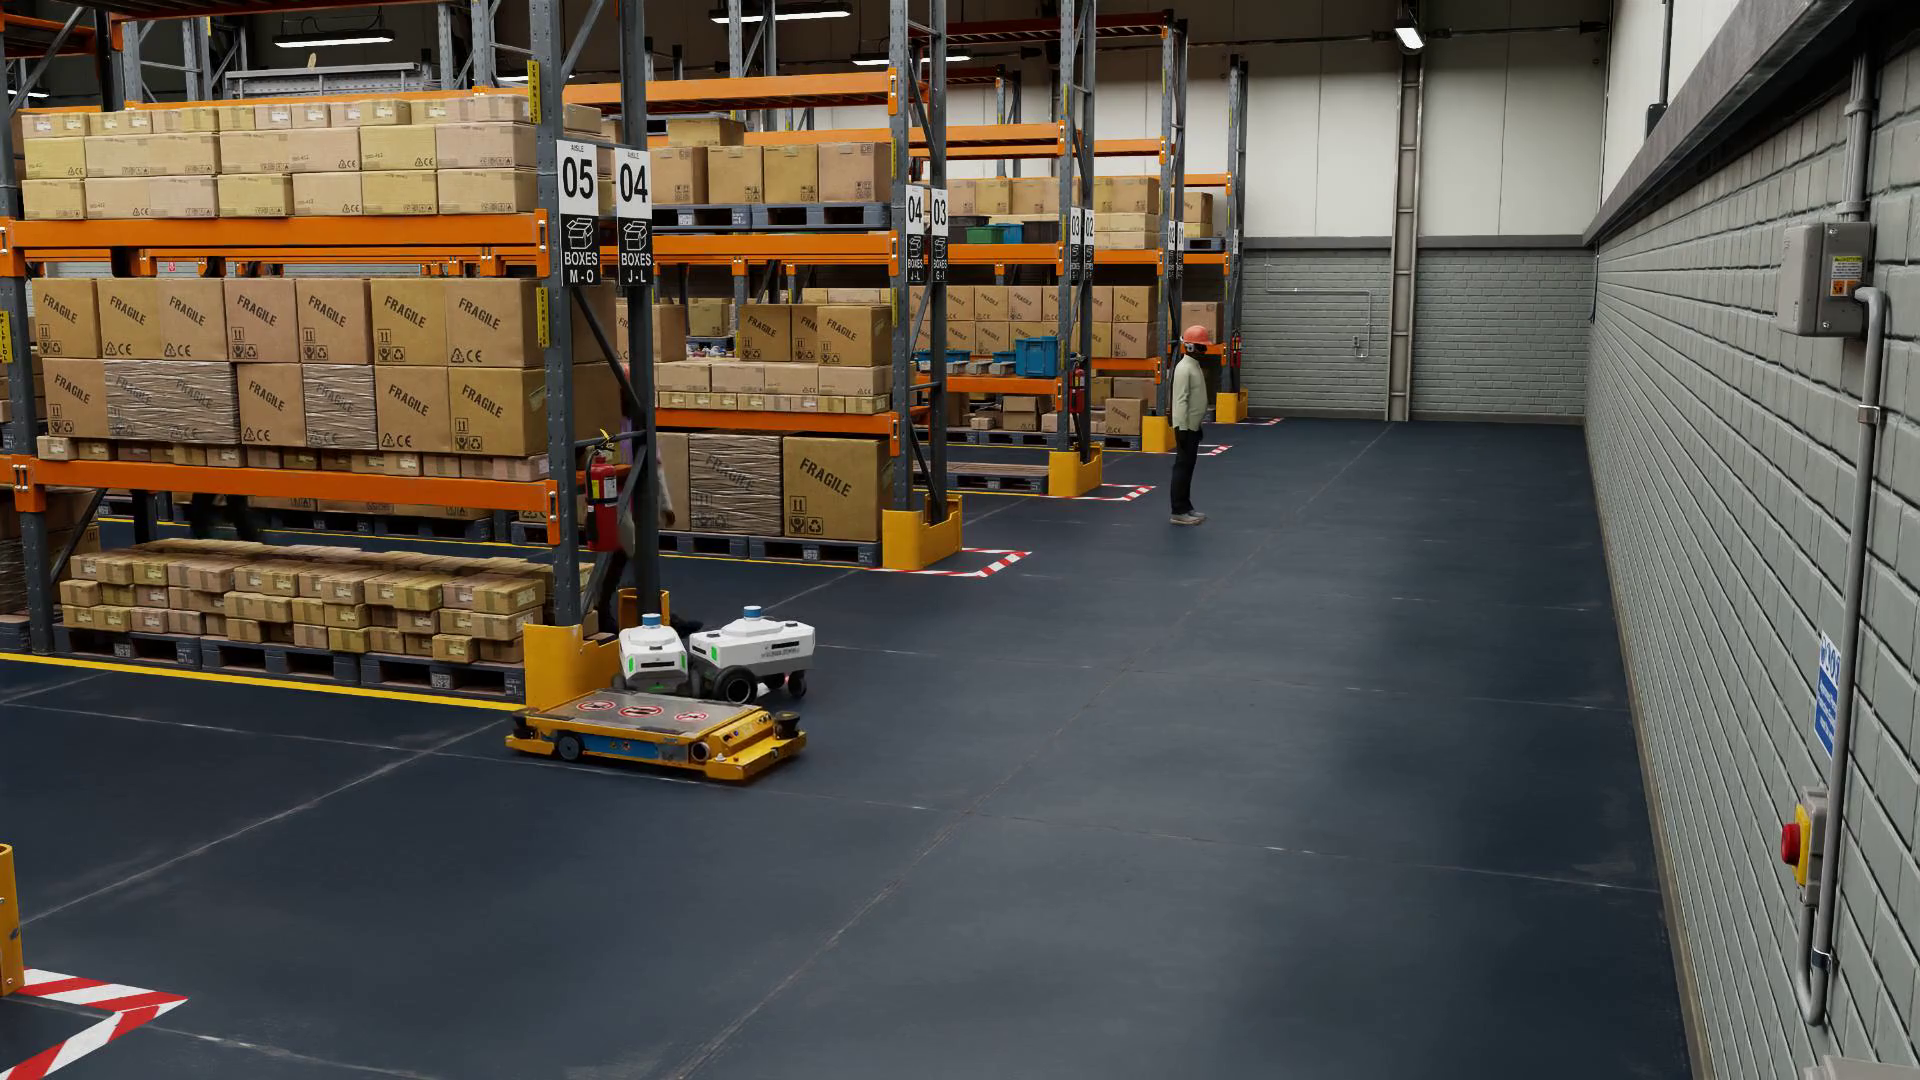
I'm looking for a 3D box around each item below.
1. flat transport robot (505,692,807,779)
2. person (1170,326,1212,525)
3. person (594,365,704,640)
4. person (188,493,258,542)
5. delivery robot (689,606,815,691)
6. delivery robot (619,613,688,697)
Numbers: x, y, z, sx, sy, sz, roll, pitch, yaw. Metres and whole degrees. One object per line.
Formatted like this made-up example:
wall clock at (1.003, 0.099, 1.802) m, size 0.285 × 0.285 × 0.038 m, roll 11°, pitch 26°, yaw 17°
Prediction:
flat transport robot at (-1.583, 0.989, 8.656) m, size 1.431 × 0.197 × 0.652 m, roll 4°, pitch 10°, yaw 23°
person at (2.318, -1.150, 16.673) m, size 0.402 × 1.986 × 0.609 m, roll 3°, pitch 10°, yaw 19°
person at (-2.169, -0.241, 11.301) m, size 0.976 × 1.882 × 0.569 m, roll 4°, pitch 10°, yaw 23°
person at (-6.139, -0.601, 13.563) m, size 0.897 × 1.876 × 0.594 m, roll 1°, pitch 9°, yaw 8°
delivery robot at (-1.207, 0.629, 9.728) m, size 0.707 × 0.478 × 0.477 m, roll -6°, pitch 11°, yaw -35°
delivery robot at (-1.760, 0.663, 9.511) m, size 0.477 × 0.478 × 0.707 m, roll -2°, pitch 9°, yaw -15°
